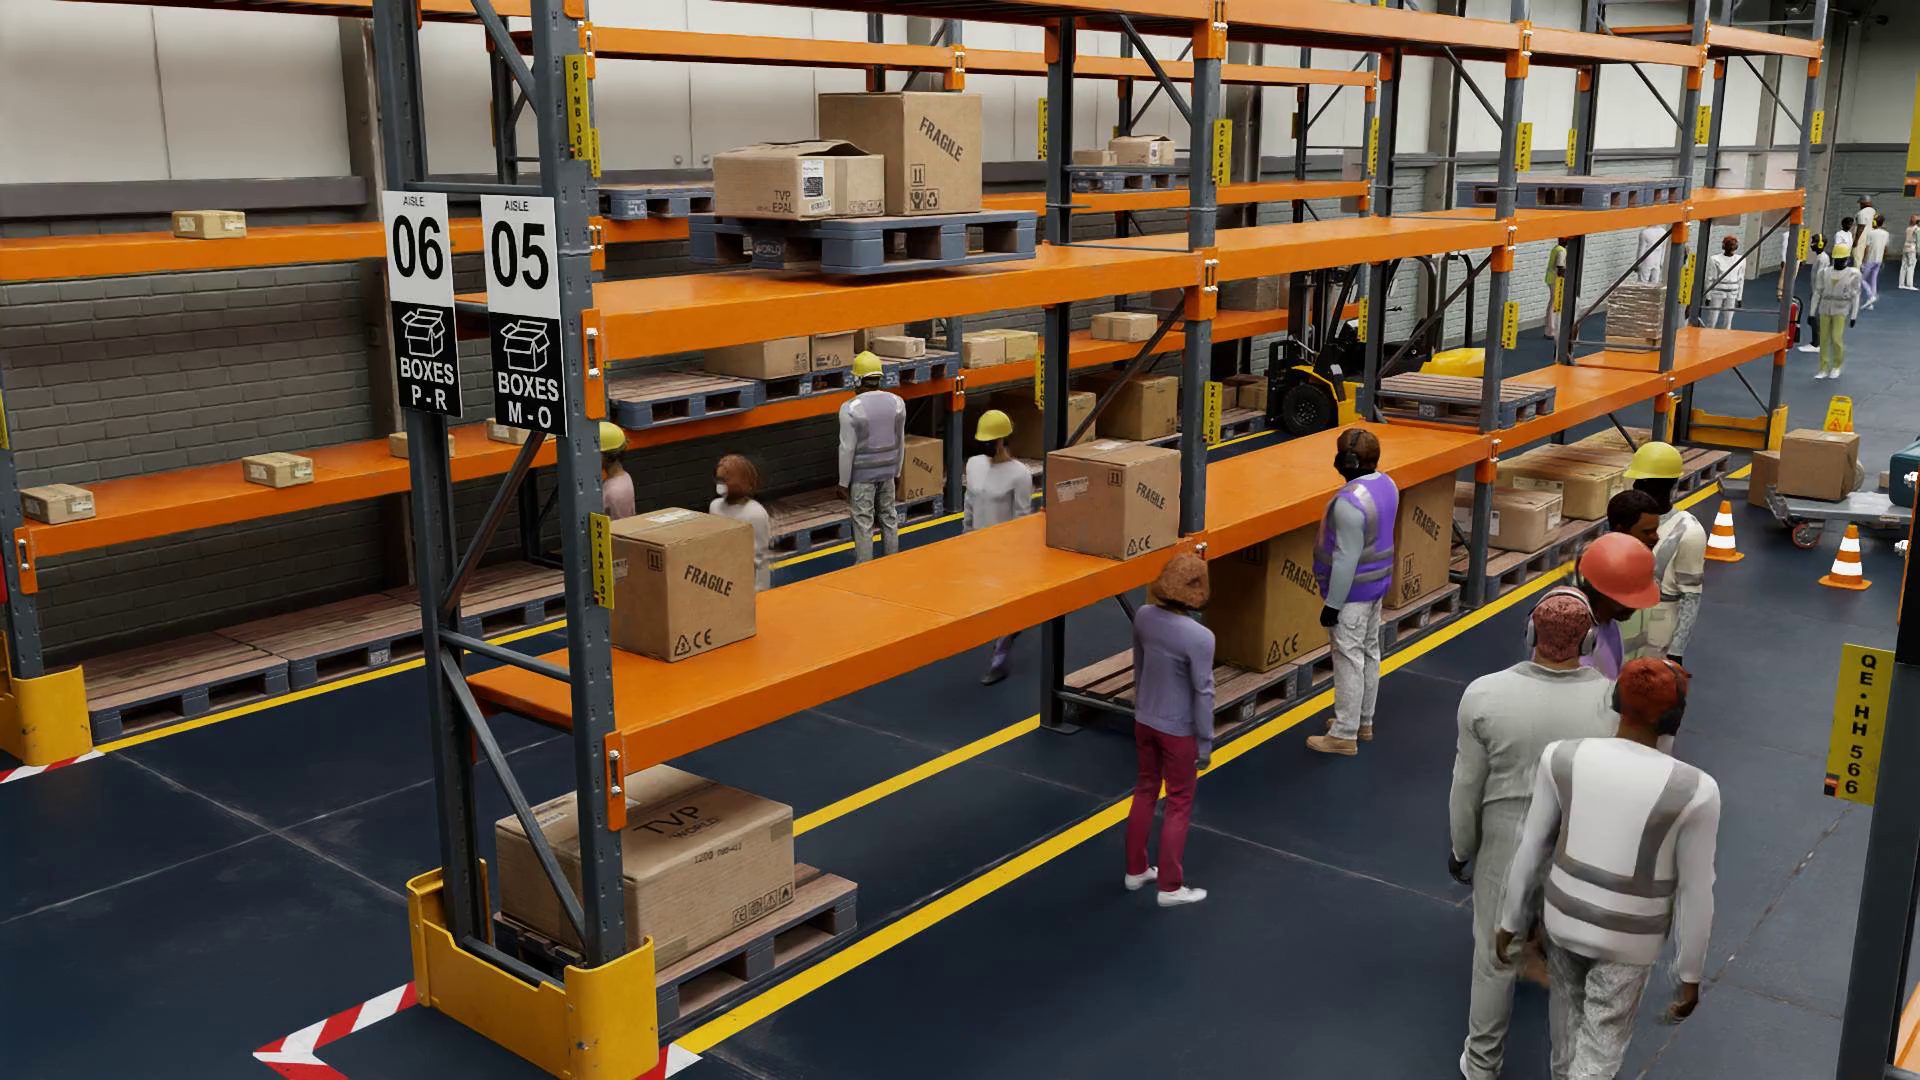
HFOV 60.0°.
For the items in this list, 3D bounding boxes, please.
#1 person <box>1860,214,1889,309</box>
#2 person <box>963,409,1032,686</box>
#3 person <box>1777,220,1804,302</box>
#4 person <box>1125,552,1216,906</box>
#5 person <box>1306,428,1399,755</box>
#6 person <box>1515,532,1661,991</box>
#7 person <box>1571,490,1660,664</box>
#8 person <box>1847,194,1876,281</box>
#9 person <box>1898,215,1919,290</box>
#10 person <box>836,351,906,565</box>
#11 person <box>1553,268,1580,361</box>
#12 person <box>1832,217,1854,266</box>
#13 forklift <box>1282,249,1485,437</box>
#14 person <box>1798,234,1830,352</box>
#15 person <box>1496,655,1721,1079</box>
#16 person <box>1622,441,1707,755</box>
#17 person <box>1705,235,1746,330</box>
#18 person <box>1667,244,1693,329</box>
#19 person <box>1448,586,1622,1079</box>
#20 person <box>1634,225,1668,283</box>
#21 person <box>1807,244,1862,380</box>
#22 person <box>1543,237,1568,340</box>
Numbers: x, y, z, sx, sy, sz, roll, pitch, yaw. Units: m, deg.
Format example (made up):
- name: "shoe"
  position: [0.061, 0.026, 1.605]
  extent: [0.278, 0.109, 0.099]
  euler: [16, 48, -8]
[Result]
- name: "person"
  position: [17.903, -5.453, 32.645]
  extent: [0.555, 1.857, 0.404]
  euler: [-3, 14, -11]
- name: "person"
  position: [0.238, 0.033, 10.511]
  extent: [0.546, 1.749, 0.407]
  euler: [11, 18, 38]
- name: "person"
  position: [17.011, -5.728, 33.980]
  extent: [0.563, 1.753, 0.327]
  euler: [-5, 15, -18]
- name: "person"
  position: [0.949, 0.849, 7.471]
  extent: [0.281, 1.626, 0.509]
  euler: [-10, 17, -36]
- name: "person"
  position: [2.186, 0.285, 9.319]
  extent: [0.430, 1.845, 0.619]
  euler: [9, 17, 34]
- name: "person"
  position: [2.411, 0.903, 6.506]
  extent: [0.543, 1.984, 0.652]
  euler: [10, 17, 35]
- name: "person"
  position: [2.892, 0.697, 7.518]
  extent: [0.393, 1.909, 0.584]
  euler: [12, 19, 41]
- name: "person"
  position: [20.869, -7.006, 38.594]
  extent: [0.689, 2.000, 0.539]
  euler: [-12, 18, -39]
- name: "person"
  position: [21.019, -6.350, 36.750]
  extent: [0.314, 1.641, 0.515]
  euler: [-1, 14, -4]
- name: "person"
  position: [-0.686, -0.508, 12.563]
  extent: [0.588, 1.834, 0.403]
  euler: [-11, 18, -38]
- name: "person"
  position: [7.130, -2.266, 19.651]
  extent: [0.311, 1.869, 0.530]
  euler: [1, 14, 4]
- name: "person"
  position: [18.501, -5.921, 34.894]
  extent: [0.532, 1.693, 0.319]
  euler: [-10, 17, -36]
- name: "forklift"
  position: [4.886, -2.214, 18.767]
  extent: [2.313, 2.155, 1.214]
  euler: [11, 18, 38]
- name: "person"
  position: [13.579, -3.910, 26.372]
  extent: [0.321, 1.860, 0.528]
  euler: [7, 15, 25]
- name: "person"
  position: [2.027, 1.276, 5.315]
  extent: [0.914, 1.844, 0.635]
  euler: [-13, 19, -42]
- name: "person"
  position: [3.482, 0.448, 8.475]
  extent: [0.369, 1.928, 0.585]
  euler: [-5, 15, -19]
- name: "person"
  position: [11.789, -3.751, 25.668]
  extent: [0.576, 1.882, 0.355]
  euler: [0, 14, 1]
- name: "person"
  position: [10.591, -3.448, 24.543]
  extent: [0.349, 1.837, 0.502]
  euler: [-6, 15, -23]
- name: "person"
  position: [2.063, 1.093, 5.894]
  extent: [0.651, 1.907, 0.409]
  euler: [4, 14, 16]
- name: "person"
  position: [13.295, -5.349, 32.123]
  extent: [0.651, 1.907, 0.409]
  euler: [-5, 15, -21]
- name: "person"
  position: [12.266, -3.200, 23.369]
  extent: [0.418, 1.911, 0.596]
  euler: [-12, 18, -40]
- name: "person"
  position: [10.011, -4.282, 27.904]
  extent: [0.384, 1.845, 0.565]
  euler: [3, 14, 11]
